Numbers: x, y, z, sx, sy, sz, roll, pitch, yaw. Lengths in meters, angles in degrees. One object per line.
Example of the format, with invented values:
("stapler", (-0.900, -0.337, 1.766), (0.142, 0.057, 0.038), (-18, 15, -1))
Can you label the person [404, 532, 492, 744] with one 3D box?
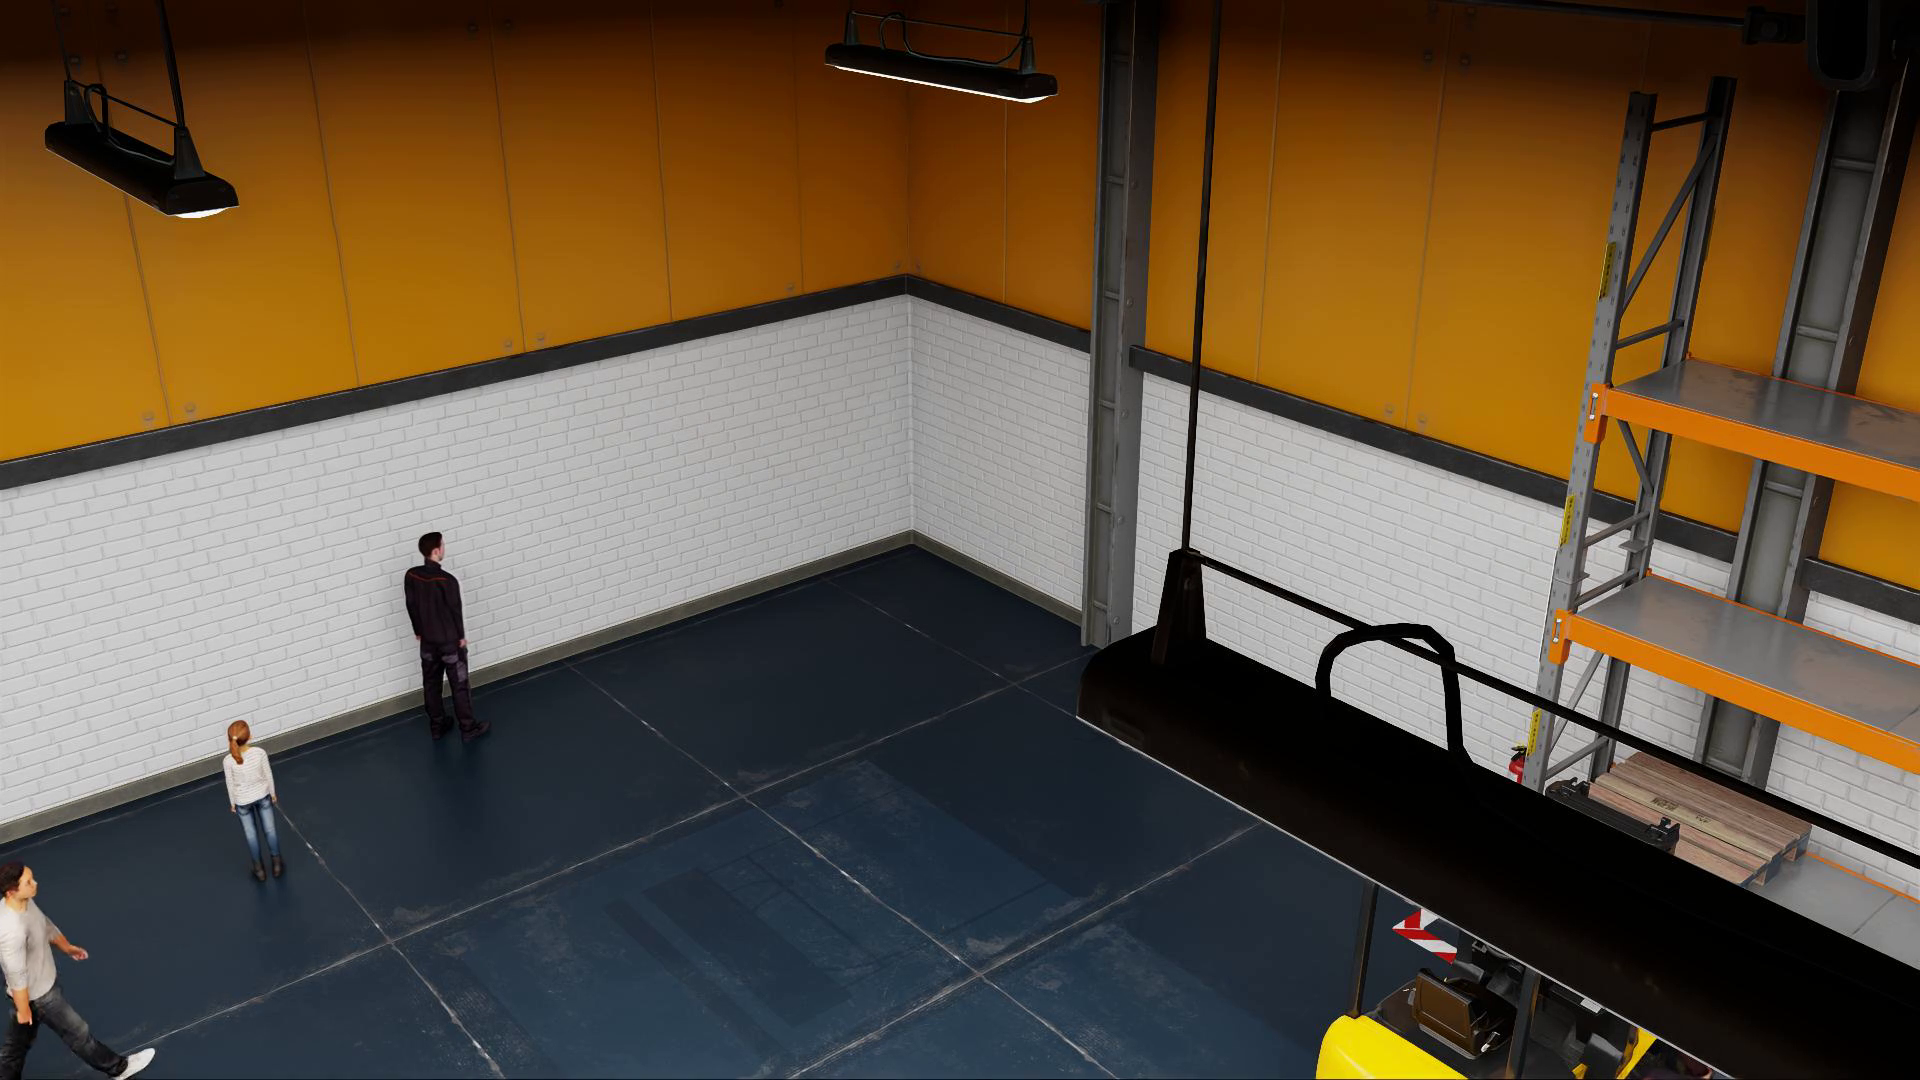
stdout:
("person", (-4.438, 0.836, 14.242), (0.725, 1.910, 0.846), (8, 25, 17))

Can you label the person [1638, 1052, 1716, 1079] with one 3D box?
("person", (3.684, 3.313, 8.661), (0.774, 1.841, 0.522), (-20, 30, -38))

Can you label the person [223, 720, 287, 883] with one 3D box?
("person", (-5.297, 1.945, 12.448), (0.509, 1.315, 0.513), (-13, 27, -27))

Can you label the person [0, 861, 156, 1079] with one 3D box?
("person", (-5.714, 2.747, 10.054), (0.828, 1.763, 1.129), (-15, 28, -30))
